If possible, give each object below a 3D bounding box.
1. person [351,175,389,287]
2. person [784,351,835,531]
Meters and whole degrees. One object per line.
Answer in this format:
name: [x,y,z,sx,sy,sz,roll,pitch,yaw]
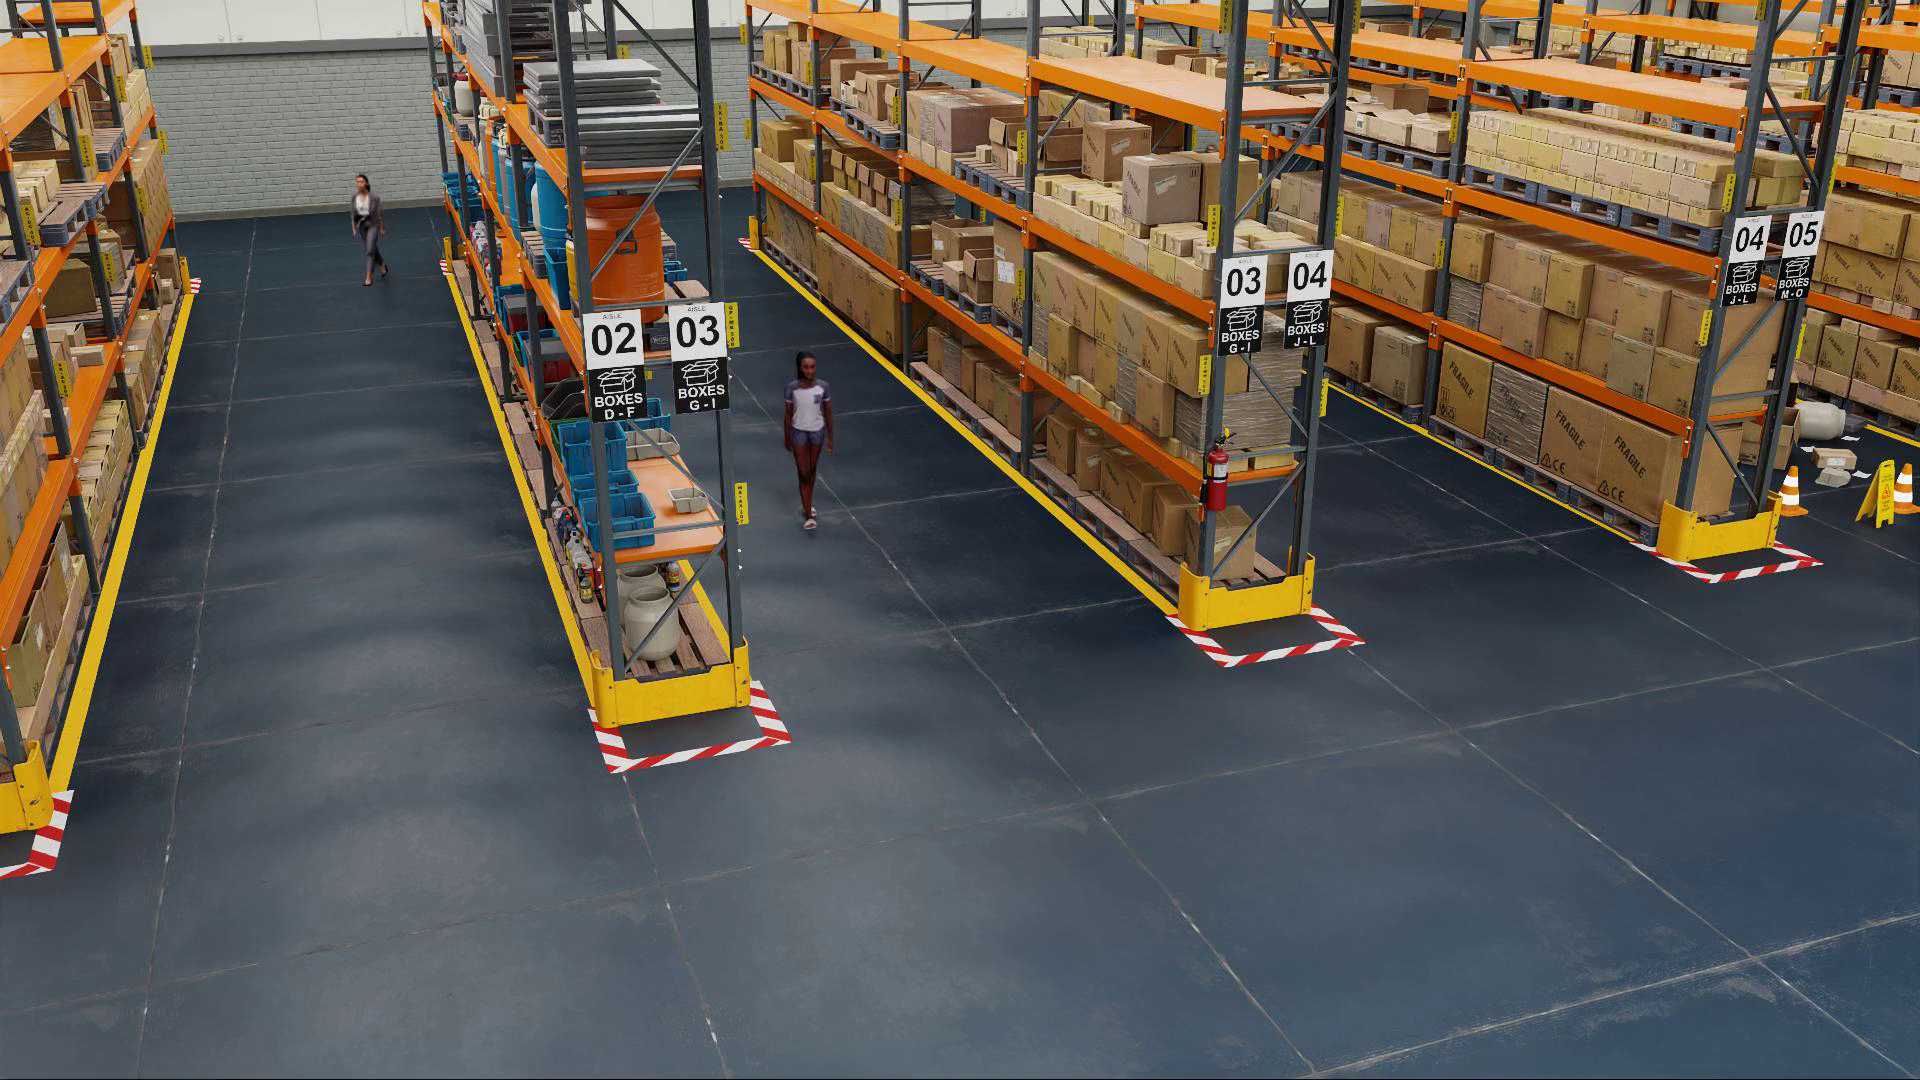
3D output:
person: [-9.029,-4.753,25.511,0.965,1.632,1.203,2,22,6]
person: [-1.504,-1.025,16.306,0.637,1.701,0.981,-7,23,-16]
